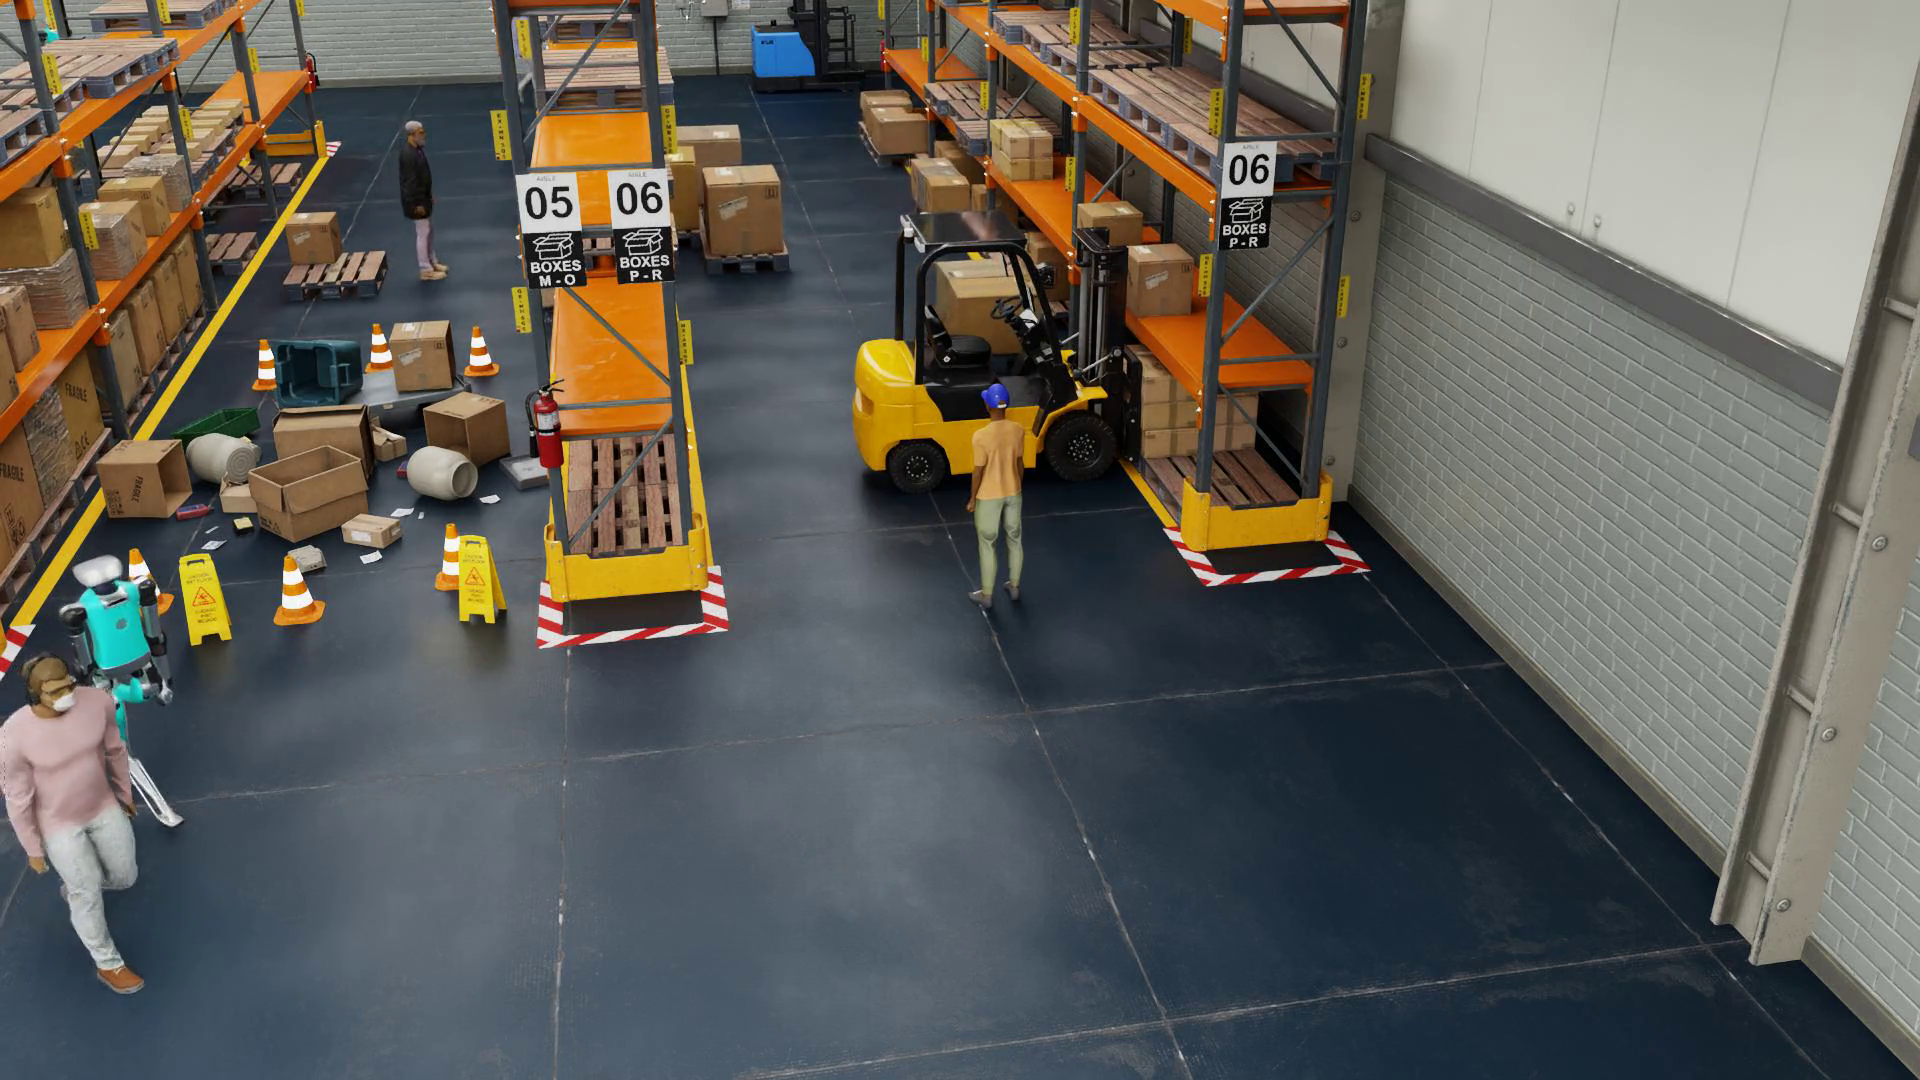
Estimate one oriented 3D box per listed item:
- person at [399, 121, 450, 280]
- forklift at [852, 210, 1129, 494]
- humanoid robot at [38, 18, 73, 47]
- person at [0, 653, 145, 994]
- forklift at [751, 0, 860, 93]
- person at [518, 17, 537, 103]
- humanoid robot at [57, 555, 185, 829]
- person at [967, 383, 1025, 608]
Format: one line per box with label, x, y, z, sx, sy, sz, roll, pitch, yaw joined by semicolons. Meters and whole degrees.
person;-6.393;-4.026;19.688;0.440;1.847;0.564;-4;26;-8
forklift;0.216;-1.659;14.366;2.313;2.155;1.214;-5;26;-10
humanoid robot;-15.025;-7.827;27.726;1.010;1.732;0.548;21;33;37
person;-4.477;1.375;8.368;0.632;1.918;0.637;15;30;29
forklift;-2.872;-9.679;30.288;1.873;2.768;1.129;-5;26;-10
person;-7.498;-8.431;28.931;0.609;1.786;0.622;-9;27;-18
humanoid robot;-4.974;0.838;9.738;1.038;1.764;0.542;19;31;34
person;0.258;-0.332;12.148;0.440;1.718;0.356;-14;29;-26
